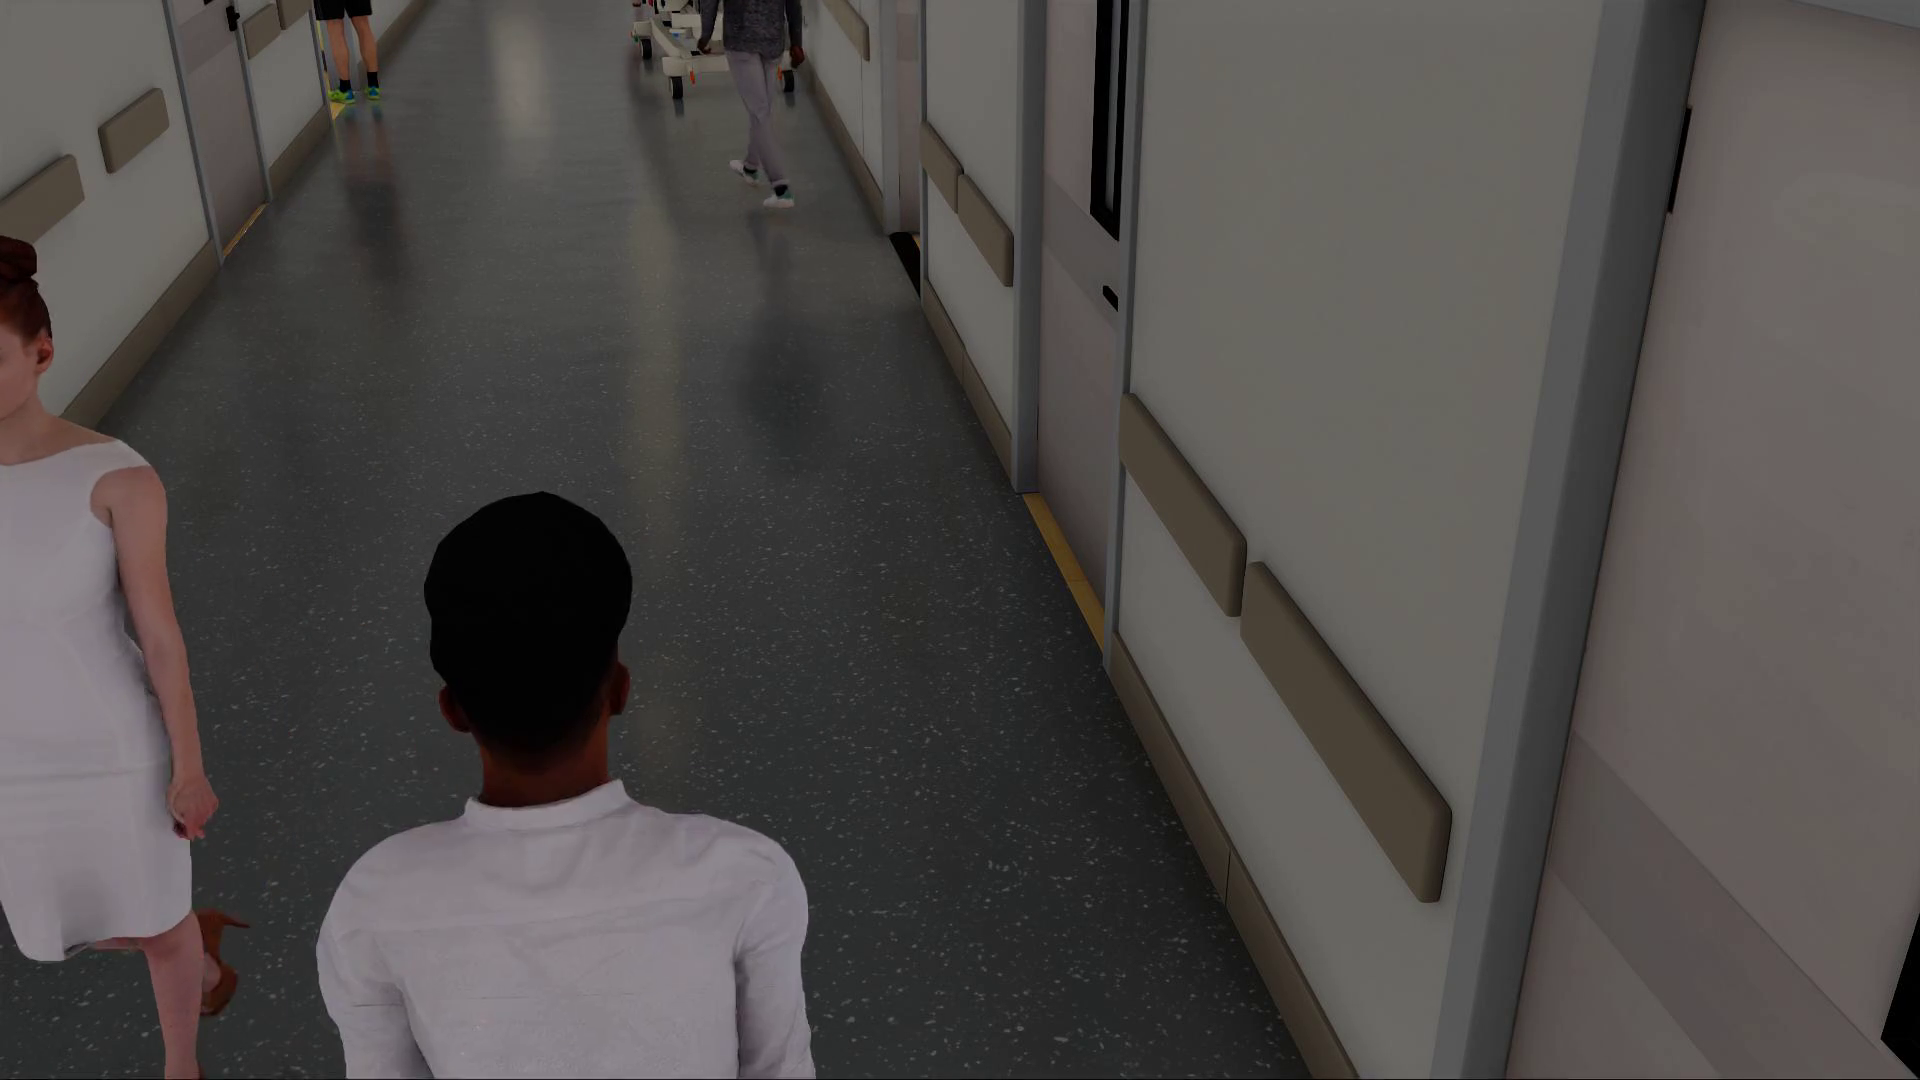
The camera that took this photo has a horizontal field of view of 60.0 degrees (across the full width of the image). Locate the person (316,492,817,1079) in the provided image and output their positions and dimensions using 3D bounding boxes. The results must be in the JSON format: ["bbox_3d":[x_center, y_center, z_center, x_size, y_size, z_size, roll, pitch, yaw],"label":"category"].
[{"bbox_3d":[-0.391,0.860,1.807,0.660,1.793,0.742,-1,26,-2],"label":"person"}]

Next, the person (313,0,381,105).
[{"bbox_3d":[-4.539,-4.161,12.106,0.706,1.891,0.833,-19,32,-35],"label":"person"}]

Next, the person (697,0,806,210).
[{"bbox_3d":[-1.105,-2.721,9.232,1.233,1.793,1.055,-15,30,-28],"label":"person"}]

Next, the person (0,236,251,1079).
[{"bbox_3d":[-1.468,0.338,2.901,0.724,1.783,0.707,0,26,-1],"label":"person"}]
